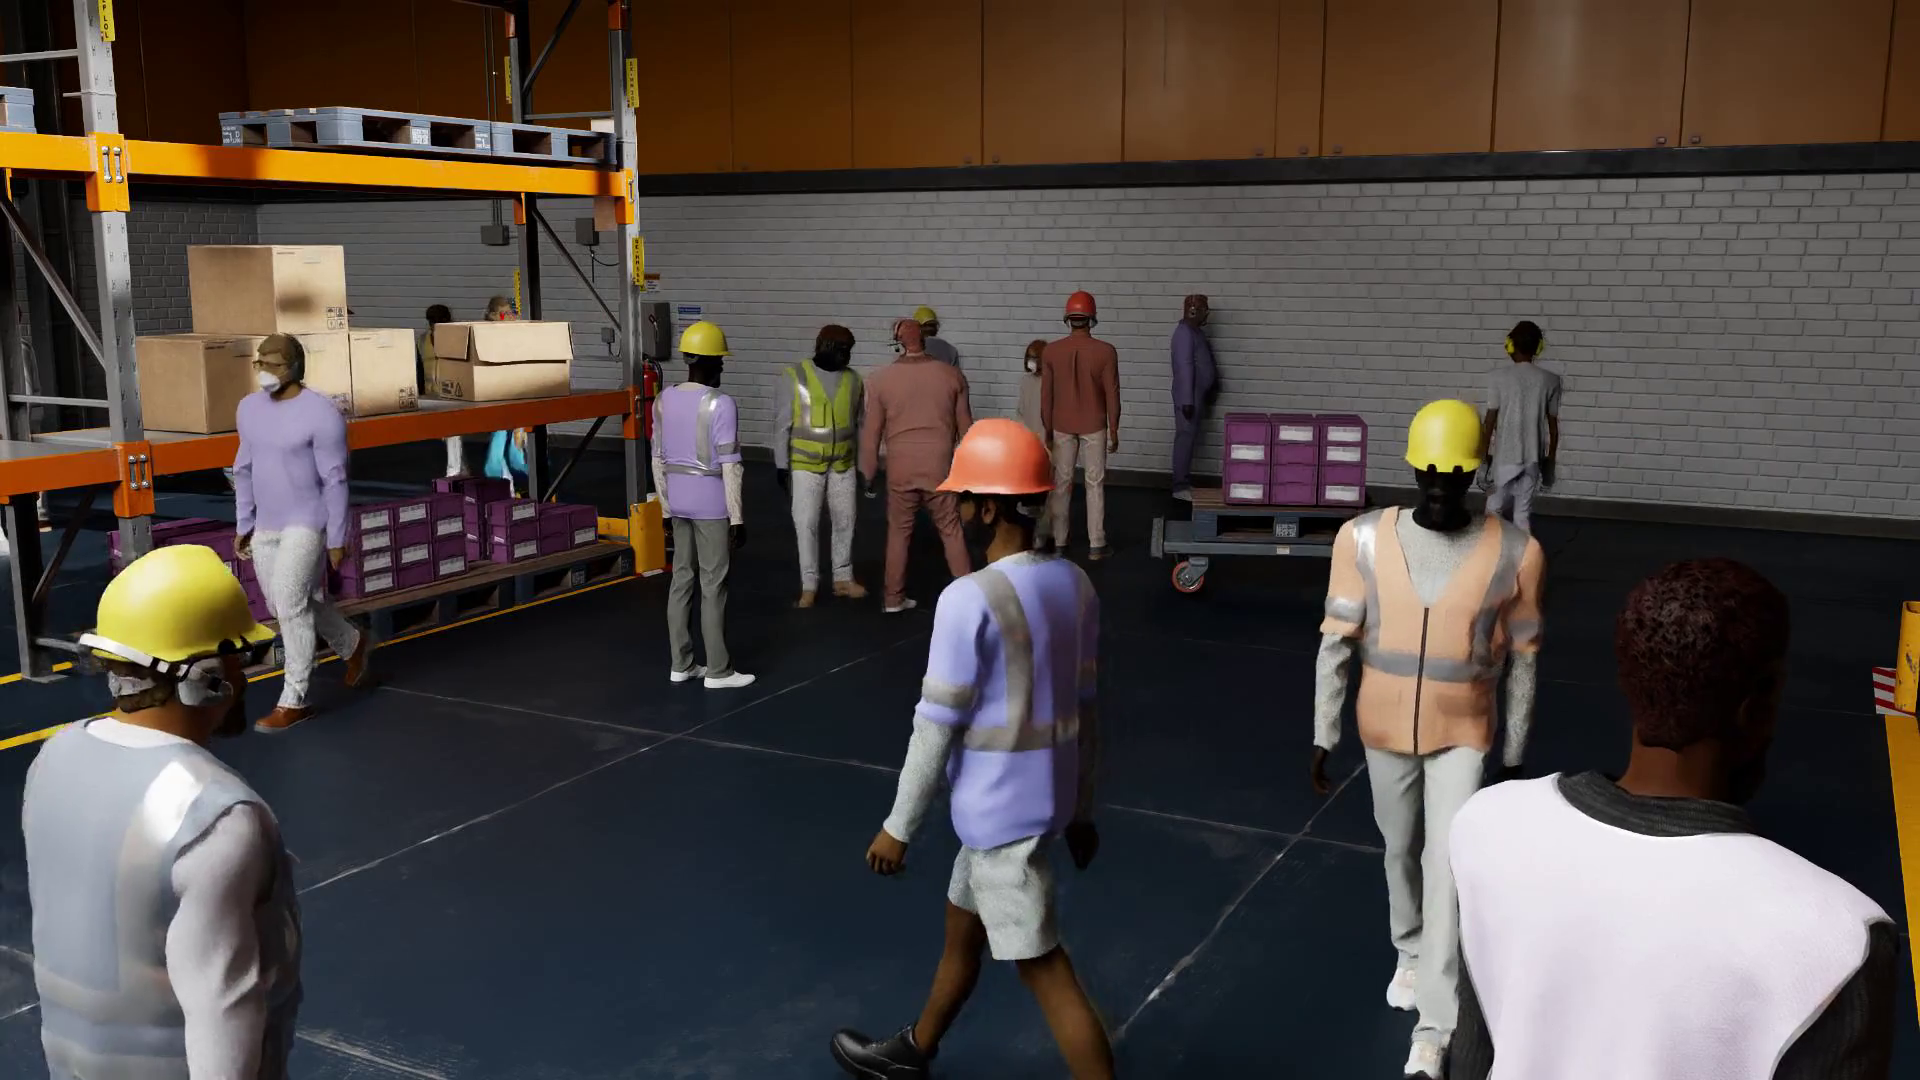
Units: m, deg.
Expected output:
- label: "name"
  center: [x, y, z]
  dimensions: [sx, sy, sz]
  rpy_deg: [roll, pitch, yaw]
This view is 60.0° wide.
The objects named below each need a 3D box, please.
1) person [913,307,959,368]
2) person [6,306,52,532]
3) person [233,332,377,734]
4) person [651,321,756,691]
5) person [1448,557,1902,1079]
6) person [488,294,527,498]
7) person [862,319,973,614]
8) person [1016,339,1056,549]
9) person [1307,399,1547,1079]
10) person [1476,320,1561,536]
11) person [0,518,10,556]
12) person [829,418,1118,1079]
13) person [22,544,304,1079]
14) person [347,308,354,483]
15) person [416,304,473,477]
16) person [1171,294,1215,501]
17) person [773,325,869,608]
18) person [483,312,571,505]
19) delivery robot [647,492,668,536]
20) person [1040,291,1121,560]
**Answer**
- label: "person"
  center: [-0.287, -1.209, 15.115]
  dimensions: [0.644, 1.806, 0.447]
  rpy_deg: [-7, 12, -35]
- label: "person"
  center: [-7.676, -0.995, 13.588]
  dimensions: [0.337, 1.883, 0.584]
  rpy_deg: [-6, 12, -33]
- label: "person"
  center: [-3.203, -0.068, 8.152]
  dimensions: [0.637, 1.914, 0.807]
  rpy_deg: [5, 11, 27]
- label: "person"
  center: [-1.341, -0.176, 8.719]
  dimensions: [0.594, 1.925, 0.379]
  rpy_deg: [7, 12, 36]
- label: "person"
  center: [0.858, 0.970, 2.141]
  dimensions: [0.377, 1.914, 0.595]
  rpy_deg: [-6, 12, -33]
- label: "person"
  center: [-4.108, -1.258, 14.992]
  dimensions: [0.633, 1.923, 0.707]
  rpy_deg: [-6, 12, -33]
- label: "person"
  center: [-0.263, -0.462, 10.571]
  dimensions: [0.740, 1.872, 0.442]
  rpy_deg: [-1, 10, -7]
- label: "person"
  center: [0.643, -0.742, 12.959]
  dimensions: [0.445, 1.653, 0.511]
  rpy_deg: [-8, 13, -39]
- label: "person"
  center: [1.306, 0.545, 4.699]
  dimensions: [0.596, 1.874, 0.993]
  rpy_deg: [5, 11, 25]
- label: "person"
  center: [3.615, -0.492, 10.785]
  dimensions: [0.566, 1.843, 0.472]
  rpy_deg: [-1, 10, -3]
- label: "person"
  center: [-7.380, -0.852, 12.572]
  dimensions: [0.404, 1.948, 0.605]
  rpy_deg: [-9, 13, -43]
- label: "person"
  center: [0.087, 0.643, 4.131]
  dimensions: [1.029, 1.884, 0.551]
  rpy_deg: [6, 11, 31]
- label: "person"
  center: [-1.294, 0.889, 2.948]
  dimensions: [0.602, 1.786, 0.901]
  rpy_deg: [6, 11, 31]
- label: "person"
  center: [-4.707, -0.866, 12.524]
  dimensions: [0.377, 1.995, 0.608]
  rpy_deg: [-7, 12, -35]
- label: "person"
  center: [-4.963, -1.412, 16.279]
  dimensions: [0.661, 1.802, 0.873]
  rpy_deg: [2, 10, 13]
- label: "person"
  center: [2.151, -1.318, 15.399]
  dimensions: [0.403, 1.904, 0.651]
  rpy_deg: [2, 10, 12]
- label: "person"
  center: [-0.889, -0.475, 10.798]
  dimensions: [0.673, 1.819, 0.430]
  rpy_deg: [-5, 11, -27]
- label: "person"
  center: [-3.641, -0.957, 13.596]
  dimensions: [0.882, 1.822, 0.570]
  rpy_deg: [-4, 11, -22]
- label: "delivery robot"
  center: [-2.136, -0.288, 13.066]
  dimensions: [0.477, 0.478, 0.707]
  rpy_deg: [8, 12, 38]
- label: "person"
  center: [0.902, -0.847, 12.404]
  dimensions: [0.611, 1.997, 0.375]
  rpy_deg: [4, 10, 20]
